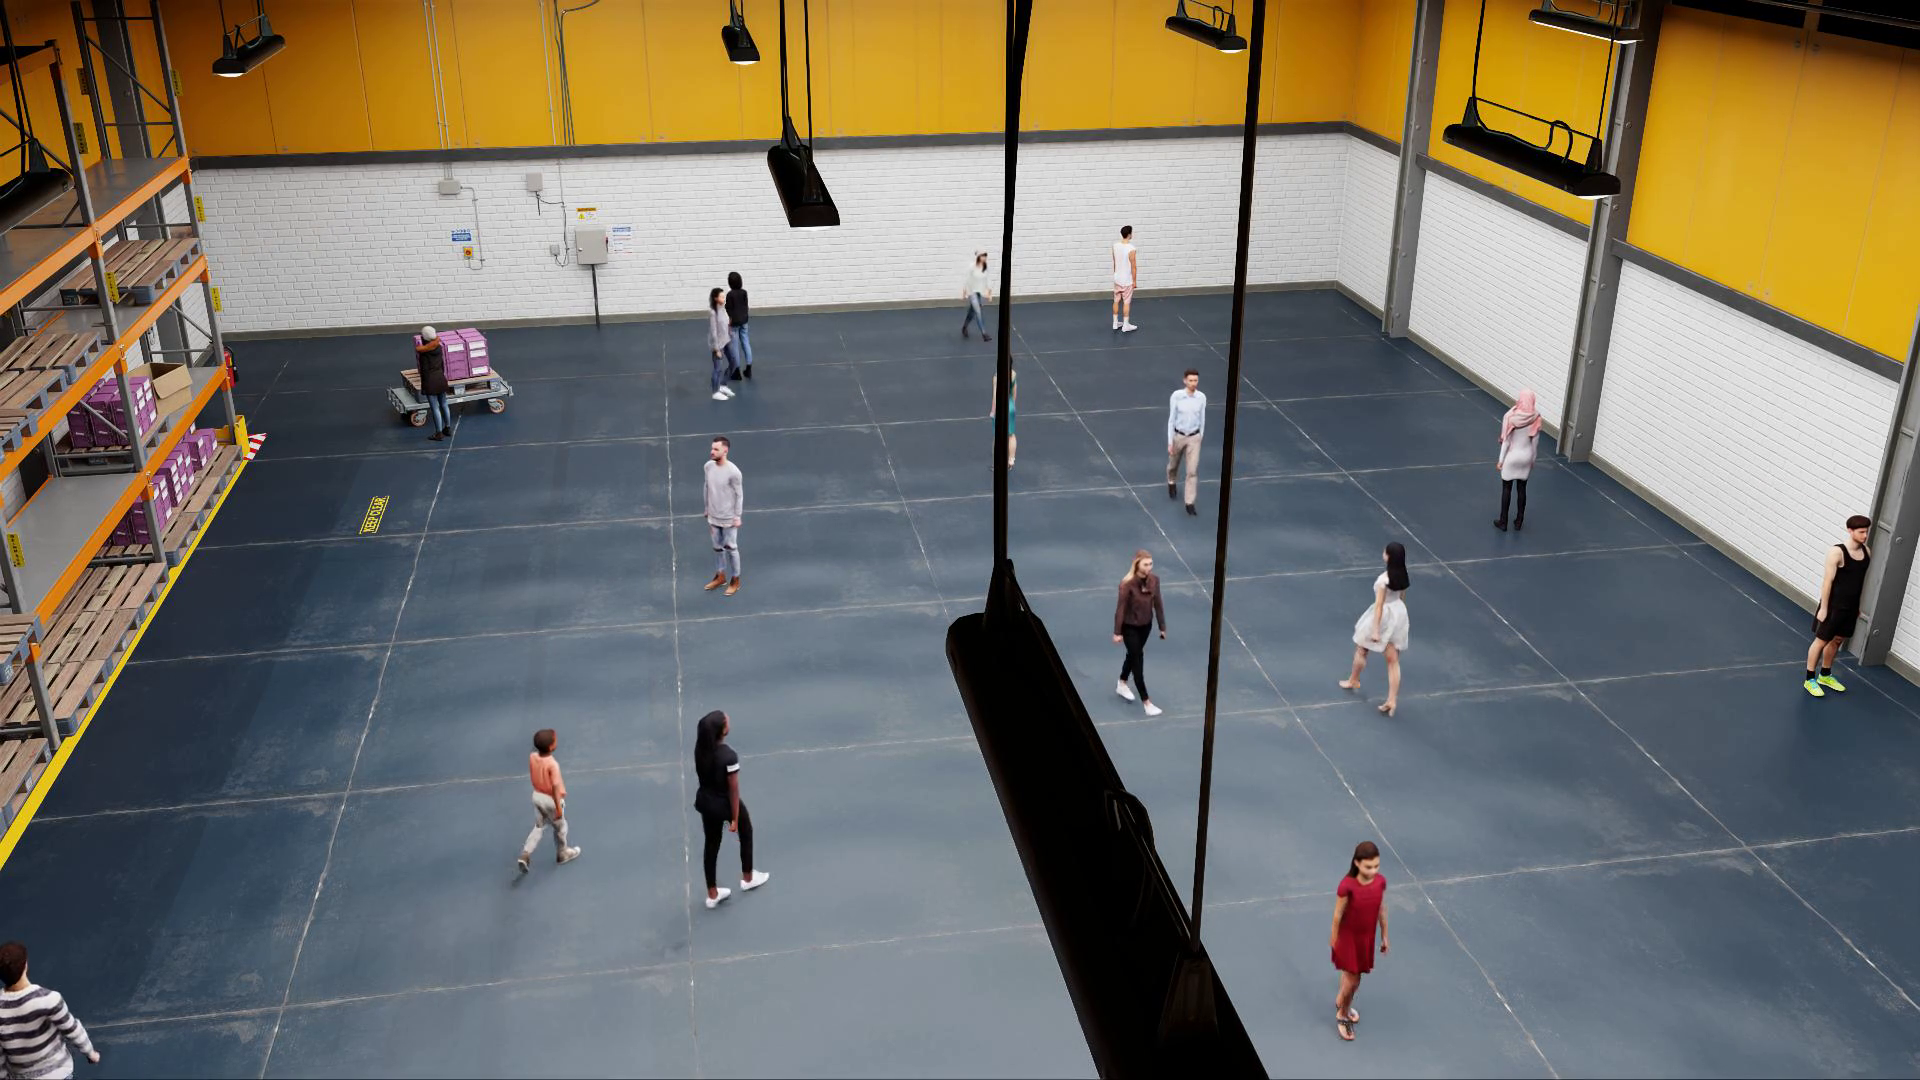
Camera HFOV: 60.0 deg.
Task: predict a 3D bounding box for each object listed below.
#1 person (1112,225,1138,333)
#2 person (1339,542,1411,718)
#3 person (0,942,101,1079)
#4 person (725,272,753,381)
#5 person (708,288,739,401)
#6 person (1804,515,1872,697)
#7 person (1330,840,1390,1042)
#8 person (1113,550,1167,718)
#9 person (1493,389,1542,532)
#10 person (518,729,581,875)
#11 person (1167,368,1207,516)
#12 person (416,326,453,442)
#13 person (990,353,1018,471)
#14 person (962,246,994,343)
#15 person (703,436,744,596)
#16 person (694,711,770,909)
[{"bbox_3d":[2.774,-4.440,28.196,0.793,1.788,0.692,-21,31,-40],"label":"person"},{"bbox_3d":[4.182,0.883,16.066,0.847,1.750,1.054,-14,27,-28],"label":"person"},{"bbox_3d":[-5.713,3.379,10.278,0.755,1.813,1.068,0,24,-1],"label":"person"},{"bbox_3d":[-3.439,-3.320,25.744,0.664,1.701,0.694,-20,31,-39],"label":"person"},{"bbox_3d":[-3.660,-2.928,24.824,0.821,1.719,0.719,8,25,18],"label":"person"},{"bbox_3d":[8.720,0.627,16.477,0.740,1.891,0.650,-9,25,-20],"label":"person"},{"bbox_3d":[2.826,2.785,11.979,0.599,1.538,0.695,-9,25,-20],"label":"person"},{"bbox_3d":[1.681,0.842,16.263,0.881,1.669,1.123,-14,27,-28],"label":"person"},{"bbox_3d":[6.795,-0.985,20.272,0.661,1.803,0.624,-1,24,-2],"label":"person"},{"bbox_3d":[-3.447,2.164,13.702,0.813,1.297,0.862,17,29,34],"label":"person"},{"bbox_3d":[2.814,-1.292,20.951,0.766,1.824,1.242,0,24,-1],"label":"person"},{"bbox_3d":[-7.358,-2.207,23.283,0.806,1.633,0.721,10,26,22],"label":"person"},{"bbox_3d":[0.590,-1.711,22.082,0.624,1.685,0.624,-16,28,-33],"label":"person"},{"bbox_3d":[0.213,-4.093,27.659,0.856,1.583,1.204,-11,26,-24],"label":"person"},{"bbox_3d":[-2.659,-0.296,18.652,0.756,1.841,0.810,15,28,31],"label":"person"},{"bbox_3d":[-1.957,2.159,13.191,0.883,1.715,0.954,13,27,27],"label":"person"}]
